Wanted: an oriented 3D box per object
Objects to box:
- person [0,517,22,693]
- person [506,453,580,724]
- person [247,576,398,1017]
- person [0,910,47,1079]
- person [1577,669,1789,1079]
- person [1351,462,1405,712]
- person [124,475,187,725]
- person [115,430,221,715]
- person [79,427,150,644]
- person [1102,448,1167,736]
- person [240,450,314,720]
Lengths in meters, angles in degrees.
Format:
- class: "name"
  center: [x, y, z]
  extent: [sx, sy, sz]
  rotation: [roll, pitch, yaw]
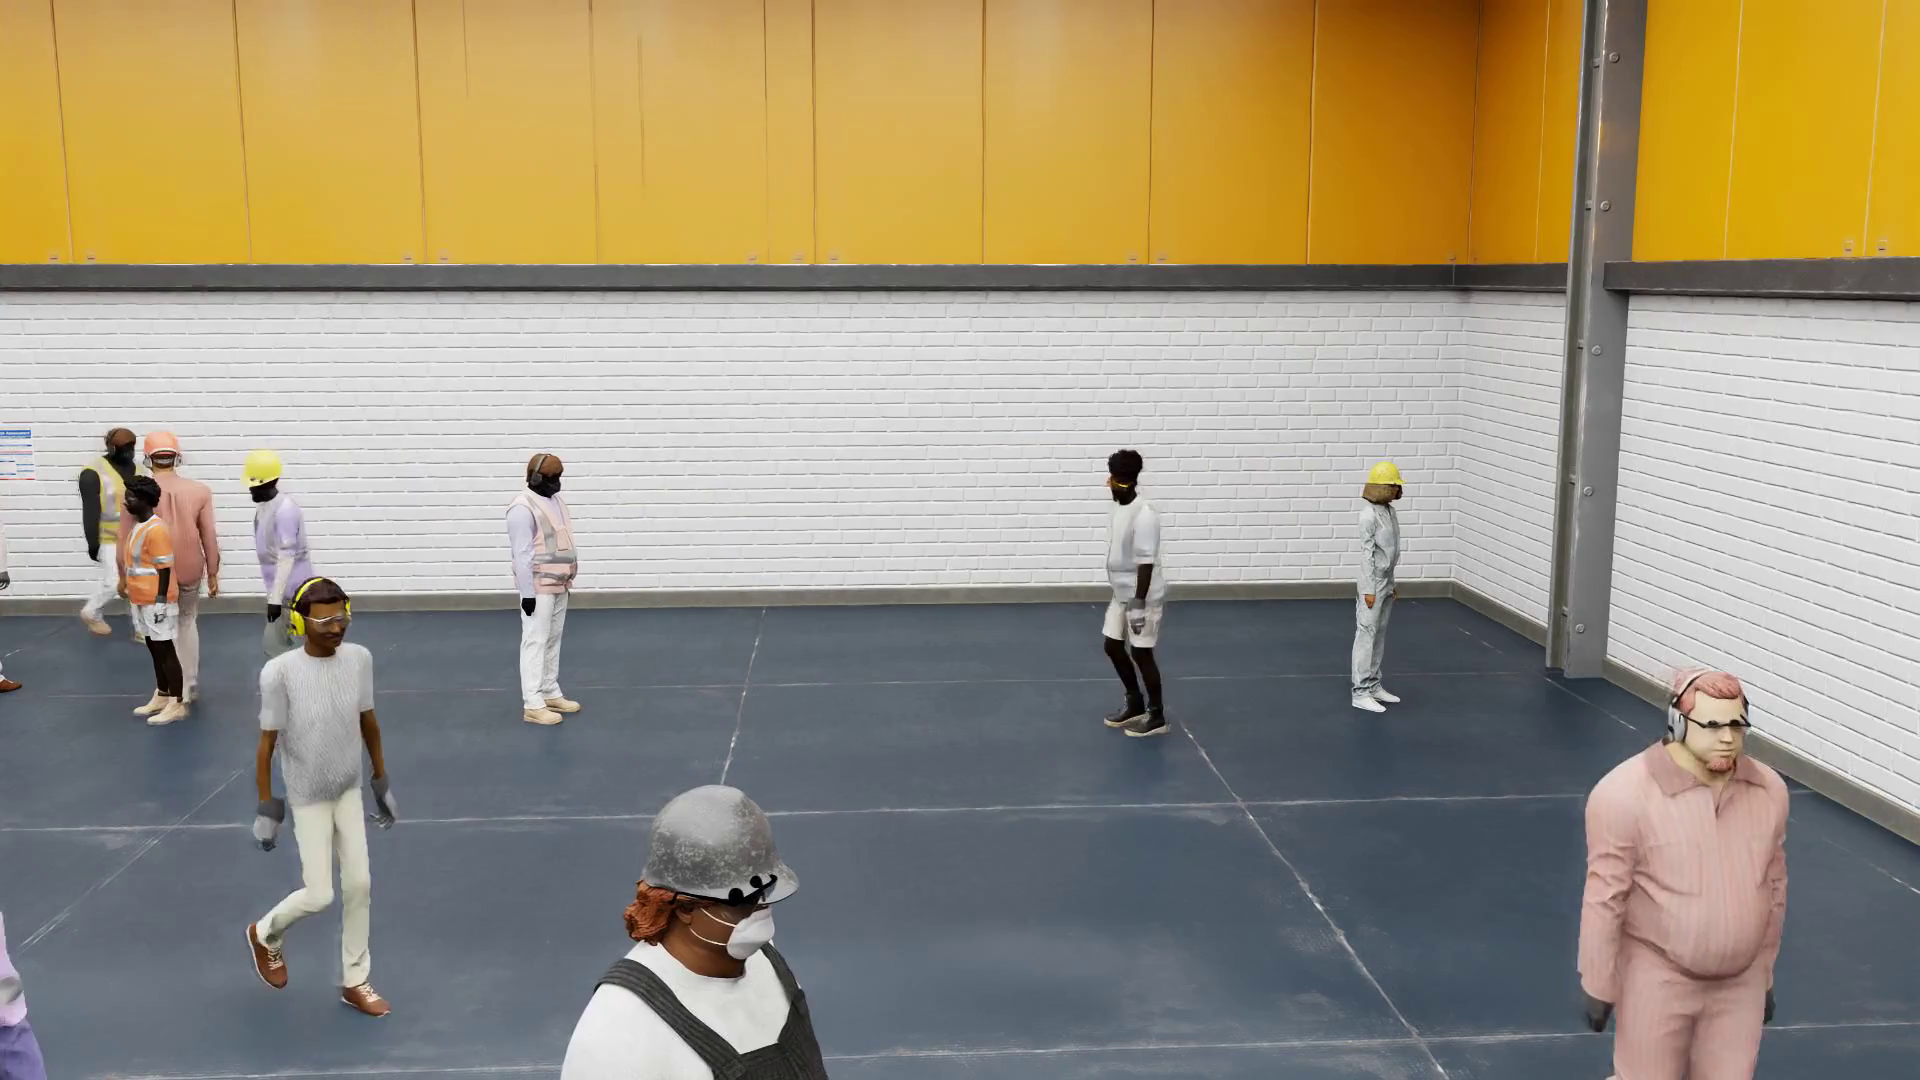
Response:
- class: "person"
  center: [-7.168, 0.181, 12.001]
  extent: [0.653, 1.906, 0.408]
  rotation: [1, 9, 4]
- class: "person"
  center: [-2.824, 0.321, 11.350]
  extent: [0.429, 1.834, 0.634]
  rotation: [2, 9, 10]
- class: "person"
  center: [-2.644, 1.039, 6.827]
  extent: [0.584, 1.844, 0.563]
  rotation: [6, 11, 33]
- class: "person"
  center: [-2.501, 1.434, 3.848]
  extent: [0.760, 2.002, 0.548]
  rotation: [-6, 11, -35]
- class: "person"
  center: [2.190, 1.294, 5.093]
  extent: [0.646, 1.885, 0.681]
  rotation: [-1, 9, -7]
- class: "person"
  center: [2.947, 0.317, 11.656]
  extent: [0.297, 1.744, 0.487]
  rotation: [6, 11, 33]
- class: "person"
  center: [-5.477, 0.401, 11.274]
  extent: [0.316, 1.695, 0.541]
  rotation: [-7, 12, -39]
- class: "person"
  center: [-5.569, 0.213, 11.627]
  extent: [0.619, 1.967, 0.815]
  rotation: [-9, 13, -44]
- class: "person"
  center: [-6.934, -0.032, 13.638]
  extent: [0.618, 1.814, 0.650]
  rotation: [5, 10, 28]
- class: "person"
  center: [1.152, 0.351, 10.860]
  extent: [0.534, 1.923, 0.626]
  rotation: [-3, 10, -20]
- class: "person"
  center: [-4.601, 0.321, 11.223]
  extent: [0.446, 1.883, 0.602]
  rotation: [-7, 11, -36]
